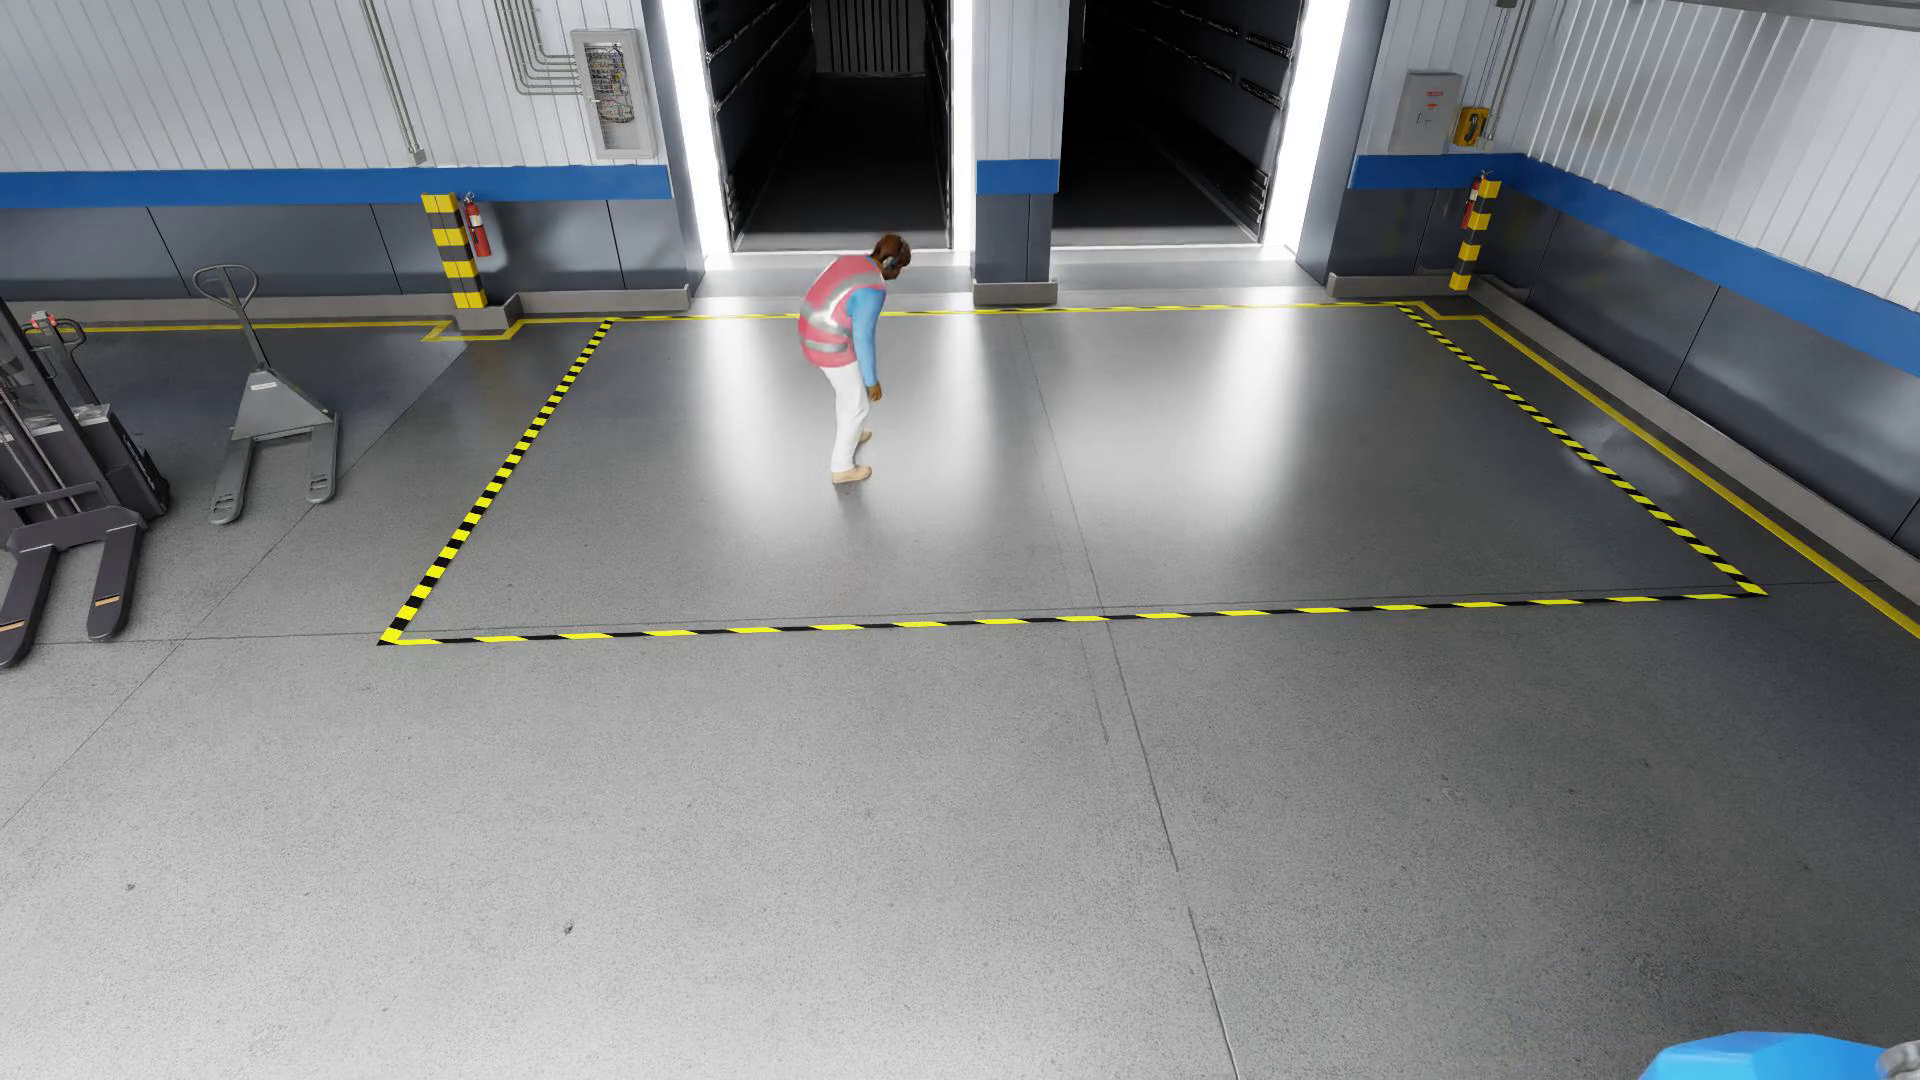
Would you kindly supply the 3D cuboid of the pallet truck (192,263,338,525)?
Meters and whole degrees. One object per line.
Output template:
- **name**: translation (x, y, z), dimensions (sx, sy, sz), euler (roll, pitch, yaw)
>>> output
- **pallet truck**: translation (-4.778, -1.027, 6.128), dimensions (0.680, 1.201, 1.601), euler (-17, 38, -23)

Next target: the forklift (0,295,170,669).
- **forklift**: translation (-5.212, -0.618, 4.878), dimensions (0.823, 1.965, 1.885), euler (-20, 39, -26)

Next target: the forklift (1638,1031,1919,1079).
- **forklift**: translation (2.856, 1.540, 1.466), dimensions (2.680, 2.036, 1.157), euler (11, 36, 16)

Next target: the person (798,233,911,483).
- **person**: translation (-0.677, -1.226, 6.135), dimensions (0.779, 1.573, 0.838), euler (-16, 38, -22)
